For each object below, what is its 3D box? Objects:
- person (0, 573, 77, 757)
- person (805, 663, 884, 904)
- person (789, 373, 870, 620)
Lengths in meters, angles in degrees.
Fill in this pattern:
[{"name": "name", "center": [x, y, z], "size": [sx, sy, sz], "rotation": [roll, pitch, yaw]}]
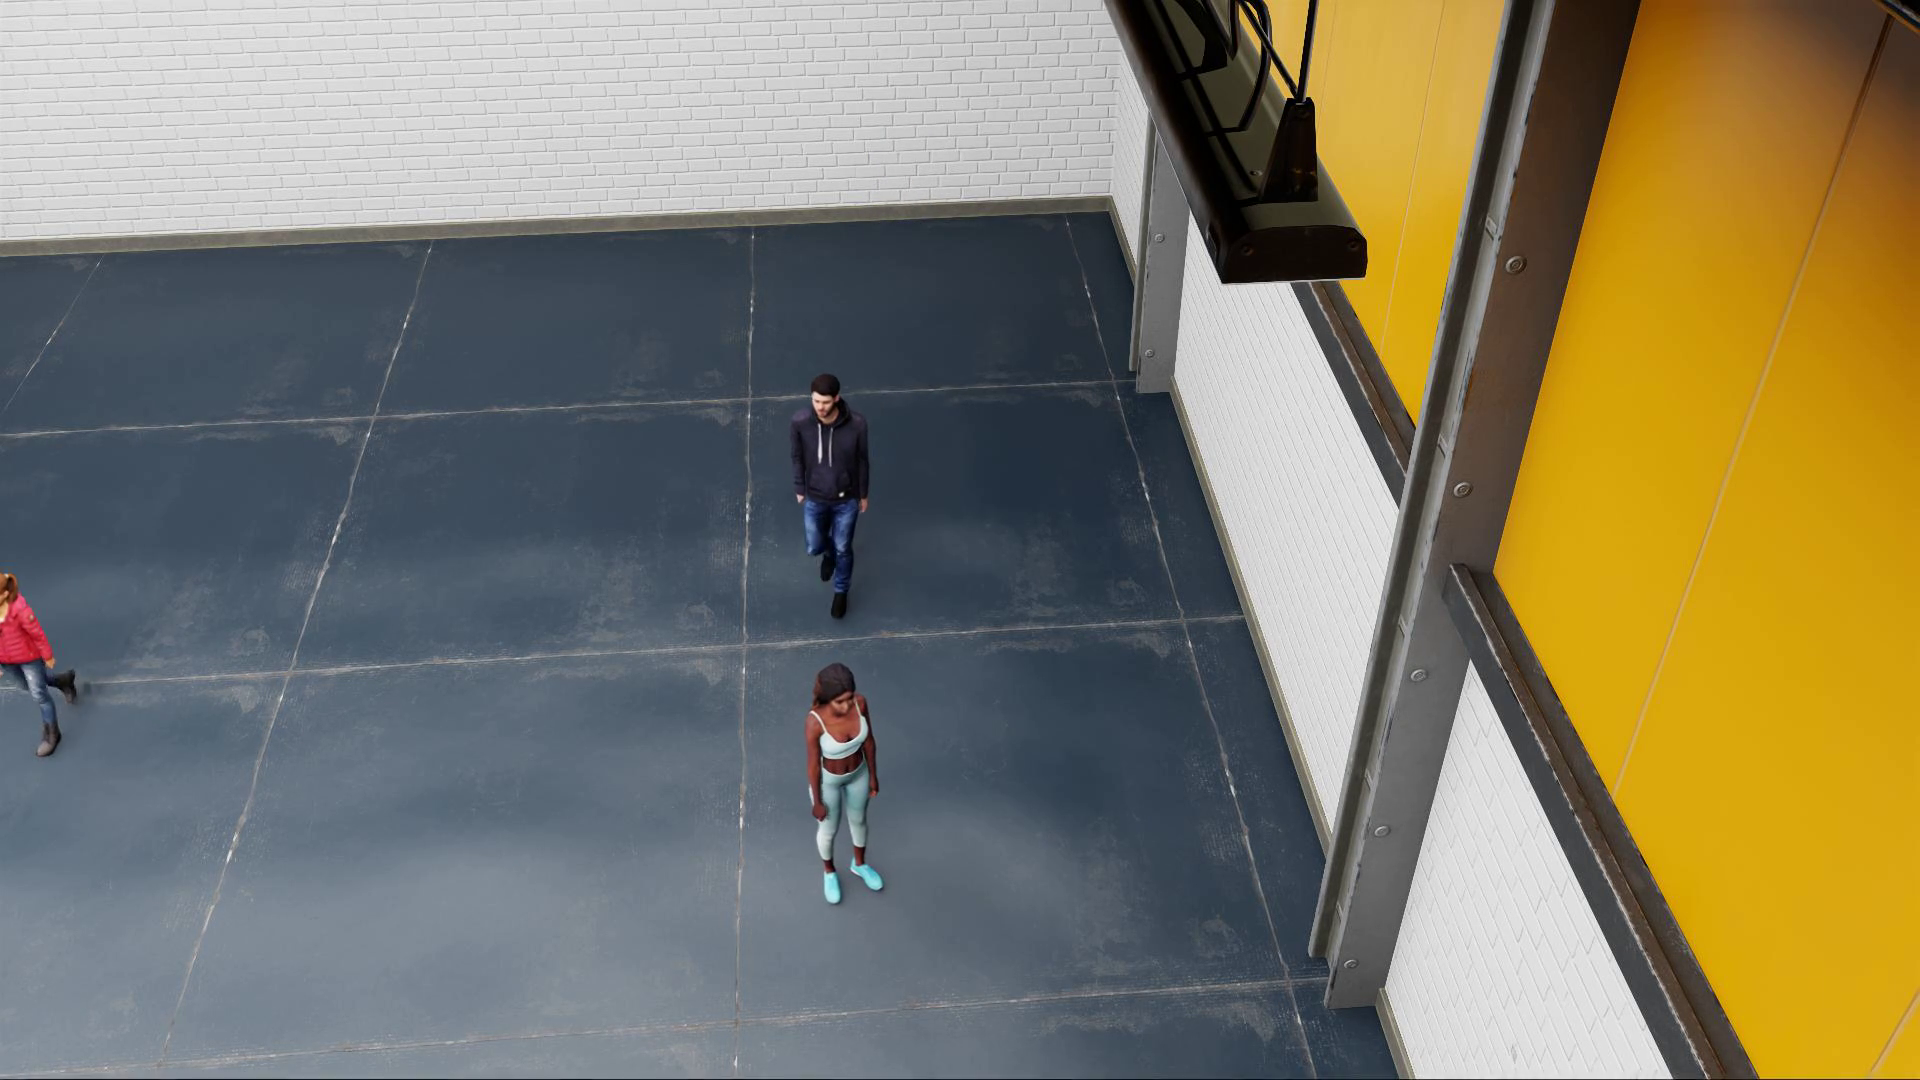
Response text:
[{"name": "person", "center": [-5.737, 0.678, 10.222], "size": [0.605, 1.303, 0.866], "rotation": [3, 39, 4]}, {"name": "person", "center": [-0.653, 1.308, 9.095], "size": [0.645, 1.725, 0.661], "rotation": [-21, 43, -24]}, {"name": "person", "center": [-0.822, -0.368, 11.070], "size": [0.752, 1.880, 0.875], "rotation": [4, 39, 5]}]
